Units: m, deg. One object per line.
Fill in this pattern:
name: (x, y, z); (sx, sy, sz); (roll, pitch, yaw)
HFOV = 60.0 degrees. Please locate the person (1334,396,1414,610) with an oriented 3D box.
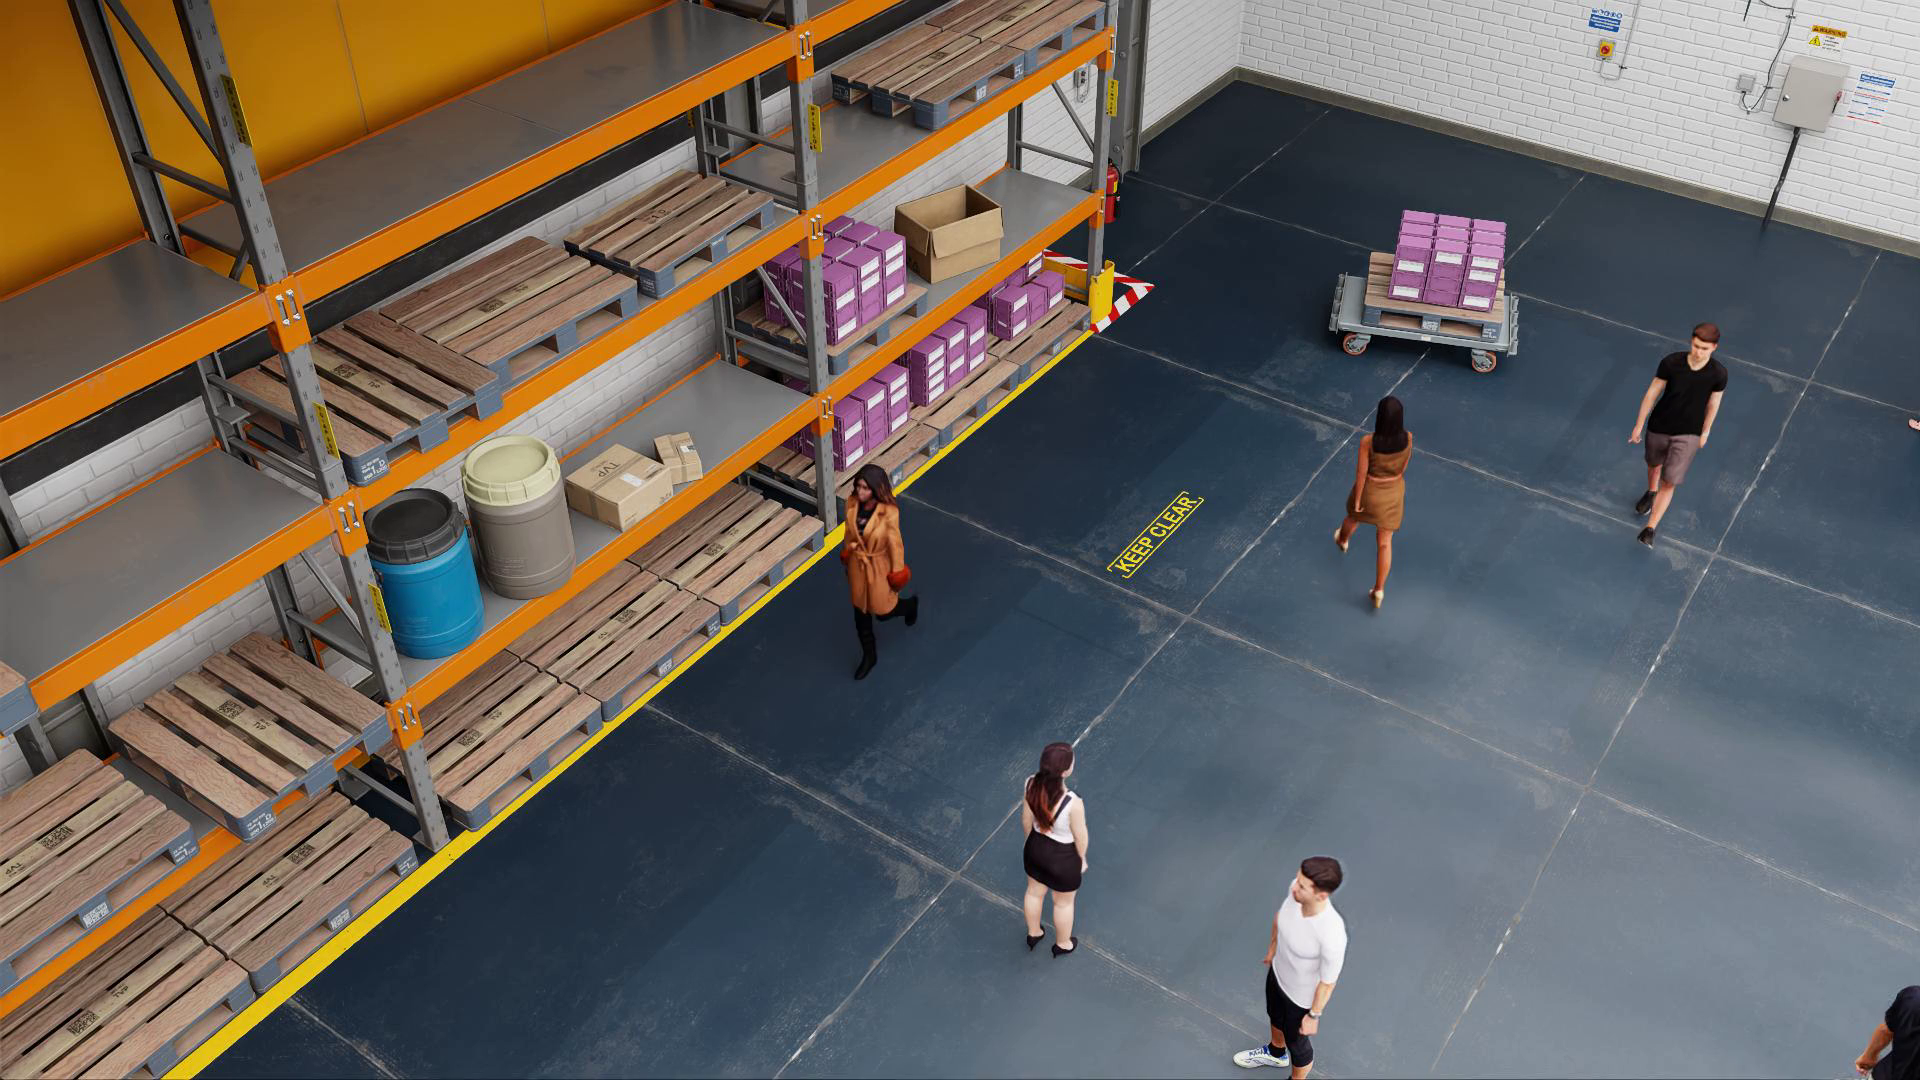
person: (3.070, -0.248, 12.087); (0.995, 1.638, 1.125); (-2, 39, -3)

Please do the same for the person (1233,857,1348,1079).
person: (1.777, 2.303, 8.722); (0.780, 1.851, 0.754); (-11, 40, -13)

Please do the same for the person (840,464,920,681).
person: (-0.558, 0.178, 11.499); (0.691, 1.705, 0.910); (23, 44, 26)

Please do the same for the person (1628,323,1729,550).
person: (5.502, -0.897, 12.755); (0.686, 1.818, 1.160); (22, 44, 25)

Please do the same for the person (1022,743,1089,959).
person: (0.530, 1.792, 9.522); (0.563, 1.650, 0.524); (21, 43, 24)
